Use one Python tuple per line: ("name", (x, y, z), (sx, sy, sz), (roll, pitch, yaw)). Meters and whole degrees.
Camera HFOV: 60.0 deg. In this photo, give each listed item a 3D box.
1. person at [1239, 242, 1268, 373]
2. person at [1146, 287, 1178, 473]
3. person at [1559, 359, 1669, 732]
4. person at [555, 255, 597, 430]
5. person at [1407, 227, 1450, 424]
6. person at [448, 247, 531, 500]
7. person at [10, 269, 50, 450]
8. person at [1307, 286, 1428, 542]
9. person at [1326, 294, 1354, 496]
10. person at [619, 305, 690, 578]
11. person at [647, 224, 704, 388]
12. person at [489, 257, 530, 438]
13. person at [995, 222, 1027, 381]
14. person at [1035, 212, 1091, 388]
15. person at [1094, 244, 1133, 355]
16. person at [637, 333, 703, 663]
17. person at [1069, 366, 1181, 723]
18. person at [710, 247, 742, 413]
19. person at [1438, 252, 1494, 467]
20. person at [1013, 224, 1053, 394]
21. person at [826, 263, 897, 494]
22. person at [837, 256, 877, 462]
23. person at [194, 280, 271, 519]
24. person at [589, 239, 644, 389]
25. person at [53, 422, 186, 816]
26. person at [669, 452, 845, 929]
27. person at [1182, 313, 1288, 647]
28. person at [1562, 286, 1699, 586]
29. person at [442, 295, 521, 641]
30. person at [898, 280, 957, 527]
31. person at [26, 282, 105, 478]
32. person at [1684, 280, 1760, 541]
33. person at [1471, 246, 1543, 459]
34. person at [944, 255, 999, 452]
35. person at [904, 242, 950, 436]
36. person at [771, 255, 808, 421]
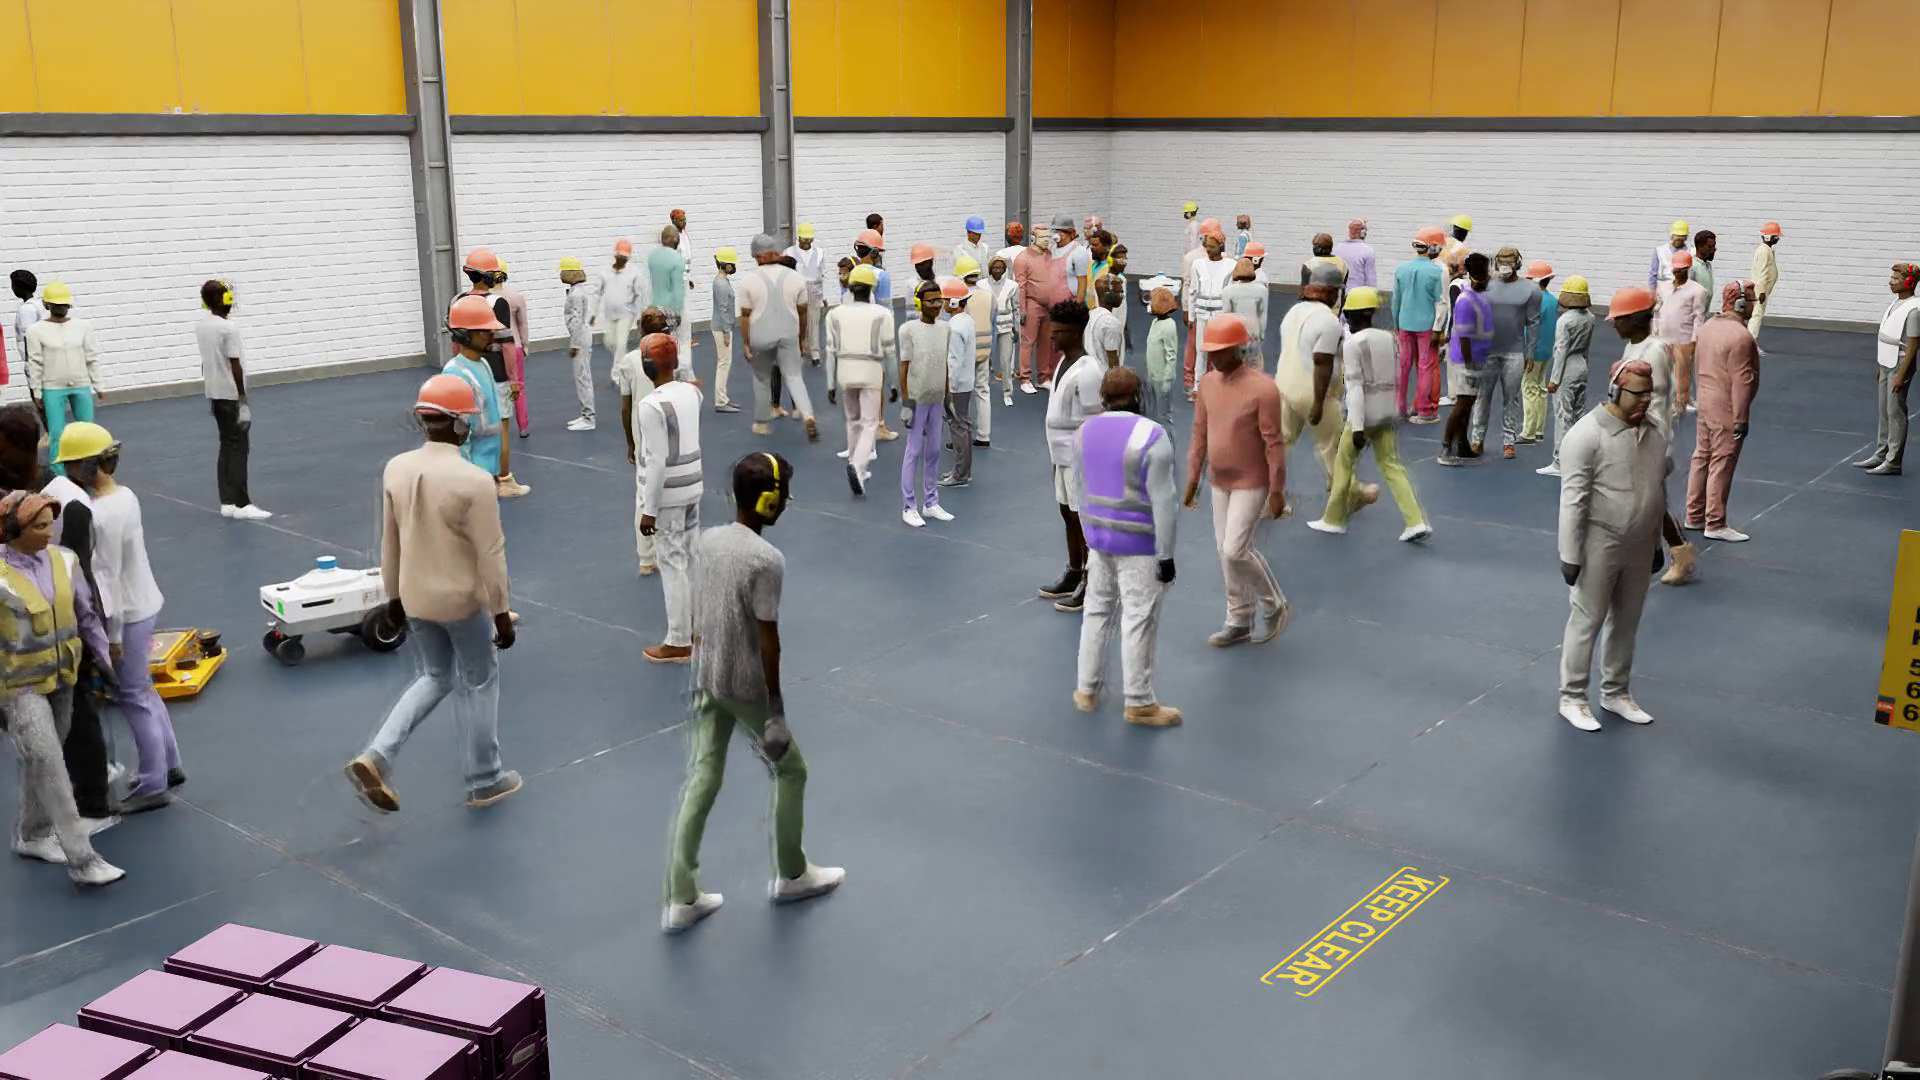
("person", (3.218, -2.407, 18.373), (0.330, 1.751, 0.564), (0, 14, 0))
("person", (1.747, -1.393, 14.564), (0.269, 1.632, 0.509), (-3, 14, -10))
("person", (3.296, 0.027, 8.372), (0.653, 1.895, 0.401), (-7, 15, -24))
("person", (-3.860, -1.983, 16.723), (0.342, 1.734, 0.496), (-3, 14, -13))
("person", (4.784, -2.195, 17.031), (0.368, 1.996, 0.622), (-1, 14, -5))
("person", (-3.838, -1.347, 13.550), (0.605, 2.045, 0.377), (6, 15, 24))
("person", (-8.714, -1.708, 15.719), (0.320, 1.683, 0.541), (-4, 15, -15))
("person", (3.067, -0.913, 12.196), (0.598, 1.873, 0.952), (-11, 18, -38))
("person", (3.187, -1.190, 13.628), (0.317, 1.695, 0.540), (2, 14, 8))
("person", (-2.007, -0.646, 11.151), (0.510, 1.846, 0.341), (4, 14, 14))
("person", (-3.398, -2.639, 19.018), (0.636, 1.905, 0.801), (11, 18, 37))
("person", (-4.438, -1.849, 16.122), (0.524, 1.769, 0.309), (-6, 15, -23))
("person", (0.647, -2.836, 19.827), (0.578, 1.883, 0.353), (-9, 17, -33))
("person", (1.140, -2.717, 19.033), (0.536, 2.000, 0.672), (-11, 18, -36))
("person", (1.519, -2.004, 16.549), (0.330, 1.863, 0.517), (10, 17, 34))
("person", (-1.639, -0.235, 9.435), (0.349, 1.881, 0.577), (5, 15, 18))
("person", (0.865, 0.034, 8.521), (0.432, 1.812, 0.700), (-13, 19, -41))
("person", (-2.477, -2.224, 17.649), (0.342, 1.754, 0.531), (-2, 14, -9))
("person", (4.584, -1.625, 14.926), (0.369, 1.924, 0.694), (7, 16, 27))
("person", (0.909, -2.636, 18.981), (0.641, 1.908, 0.407), (-12, 18, -40))
("person", (-0.840, -1.336, 13.822), (0.590, 1.892, 0.835), (3, 14, 11))
("person", (-0.950, -1.638, 15.106), (0.351, 1.856, 0.519), (-9, 17, -33))
("person", (-5.645, -1.077, 12.910), (0.670, 1.841, 0.309), (10, 17, 34))
("person", (-3.991, -2.643, 19.408), (0.620, 1.710, 0.580), (2, 14, 7))
("person", (-3.732, 0.342, 7.392), (0.372, 1.755, 0.583), (-4, 15, -15))
("person", (-0.786, 0.564, 6.359), (0.857, 1.818, 0.671), (-13, 19, -42))
("person", (1.571, -0.327, 9.627), (0.465, 1.967, 0.628), (-9, 16, -31))
("person", (4.547, -0.666, 10.964), (0.879, 1.993, 0.687), (2, 14, 8))
("person", (-2.847, -0.428, 9.880), (0.397, 2.043, 0.609), (-1, 14, -2))
("person", (-0.242, -1.048, 12.706), (0.520, 1.874, 0.332), (-12, 18, -39))
("person", (-7.388, -1.259, 13.778), (0.344, 1.759, 0.534), (13, 19, 42))
("person", (5.651, -0.954, 12.258), (0.409, 1.908, 0.647), (-1, 14, -3))
("person", (4.960, -1.716, 15.237), (0.633, 1.939, 0.368), (6, 15, 22))
("person", (0.083, -1.730, 15.528), (0.600, 1.828, 0.403), (-11, 18, -36))
("person", (-0.245, -1.984, 16.385), (0.576, 1.907, 0.675), (7, 15, 24))
("person", (-1.788, -2.079, 17.177), (0.536, 1.696, 0.321), (9, 17, 31))
